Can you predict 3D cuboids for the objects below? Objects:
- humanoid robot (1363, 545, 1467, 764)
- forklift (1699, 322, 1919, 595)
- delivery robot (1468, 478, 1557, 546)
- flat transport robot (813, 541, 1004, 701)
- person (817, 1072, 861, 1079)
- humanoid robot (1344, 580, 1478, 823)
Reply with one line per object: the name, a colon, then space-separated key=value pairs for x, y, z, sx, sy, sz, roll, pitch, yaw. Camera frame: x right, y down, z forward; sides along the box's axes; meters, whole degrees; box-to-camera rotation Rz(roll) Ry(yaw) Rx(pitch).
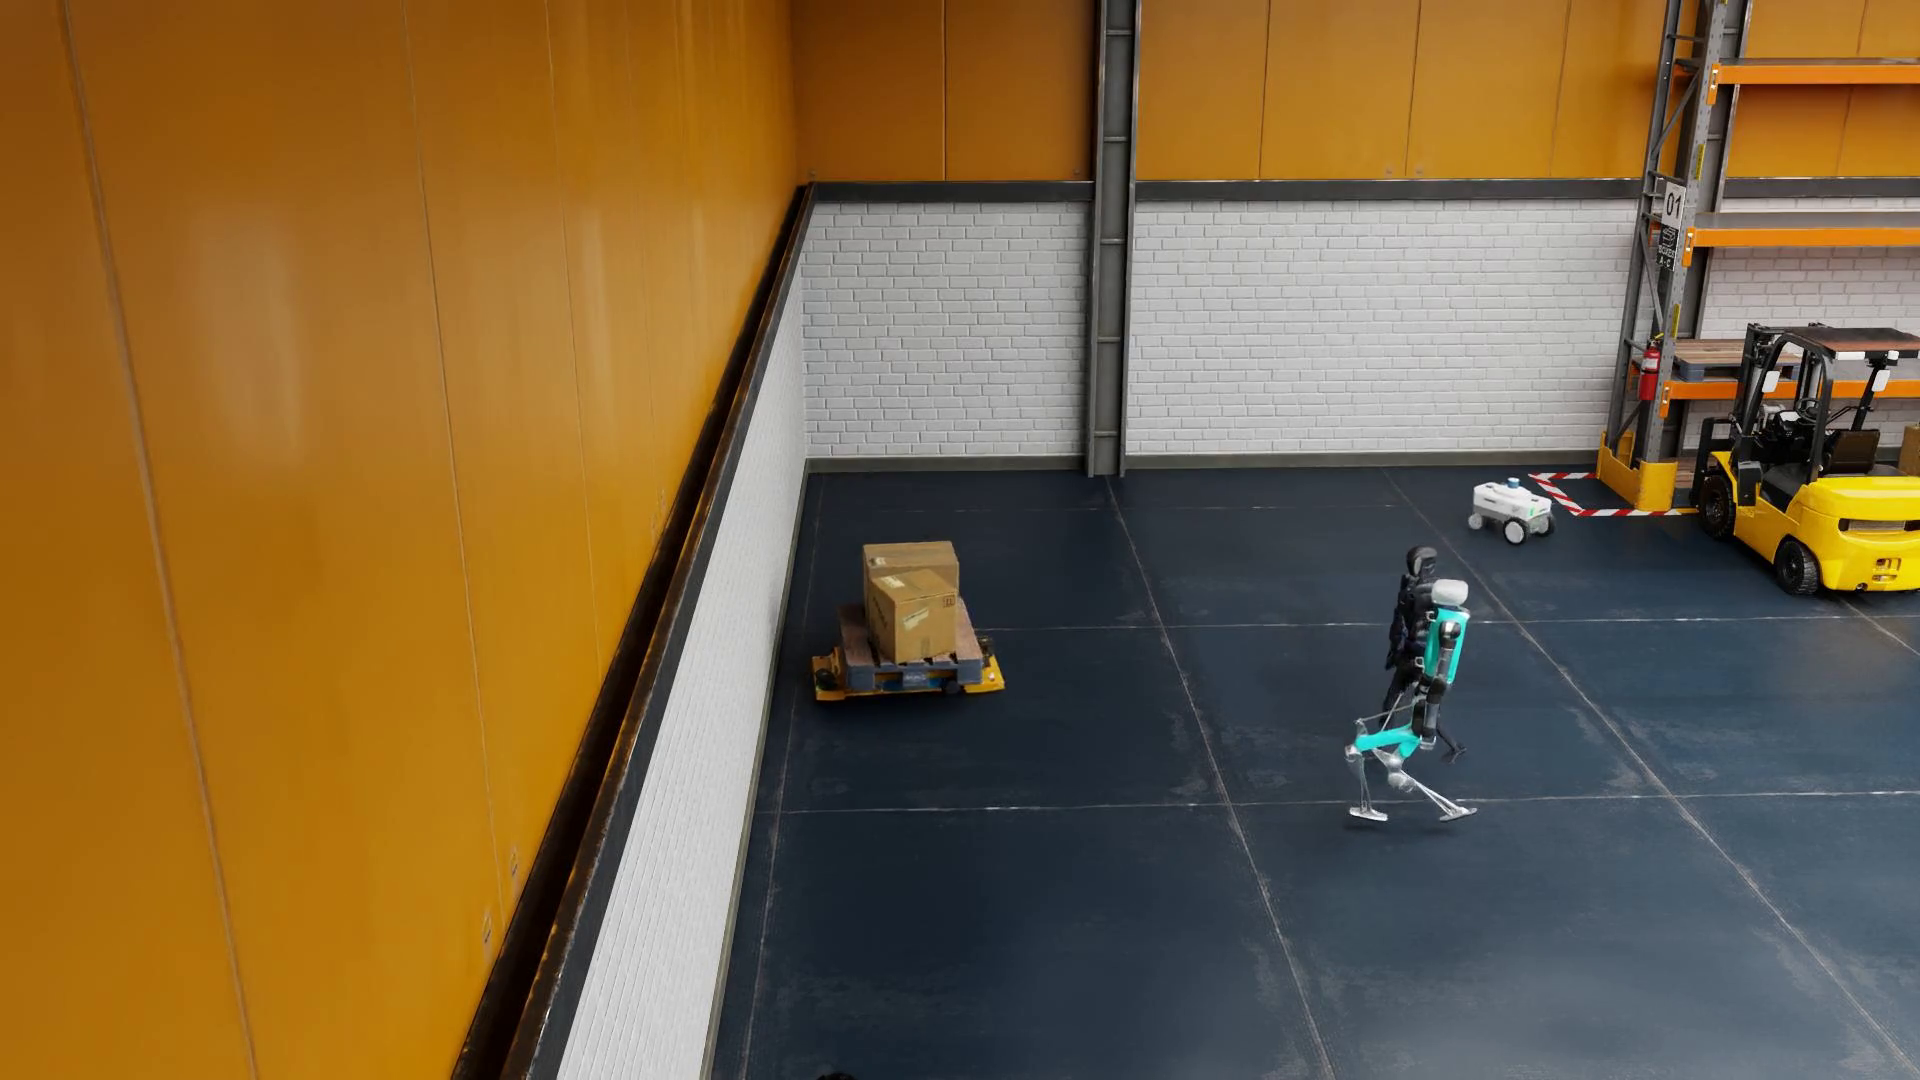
humanoid robot: x=3.177 y=0.810 z=11.419 sx=0.787 sy=1.645 sz=0.588 roll=-6 pitch=21 yaw=-15
forklift: x=7.809 y=-0.792 z=14.926 sx=1.214 sy=2.155 sz=2.313 roll=-1 pitch=20 yaw=-2
delivery robot: x=5.291 y=-0.281 z=15.926 sx=0.499 sy=0.614 sz=0.812 roll=-15 pitch=25 yaw=-34
flat transport robot: x=-0.412 y=0.990 z=12.869 sx=1.431 sy=0.231 sz=0.659 roll=-3 pitch=20 yaw=-7
person: x=-0.398 y=2.699 z=6.174 sx=0.322 sy=1.695 sz=0.530 roll=2 pitch=20 yaw=5
humanoid robot: x=2.828 y=1.064 z=10.556 sx=1.023 sy=1.728 sz=0.561 roll=5 pitch=21 yaw=14
